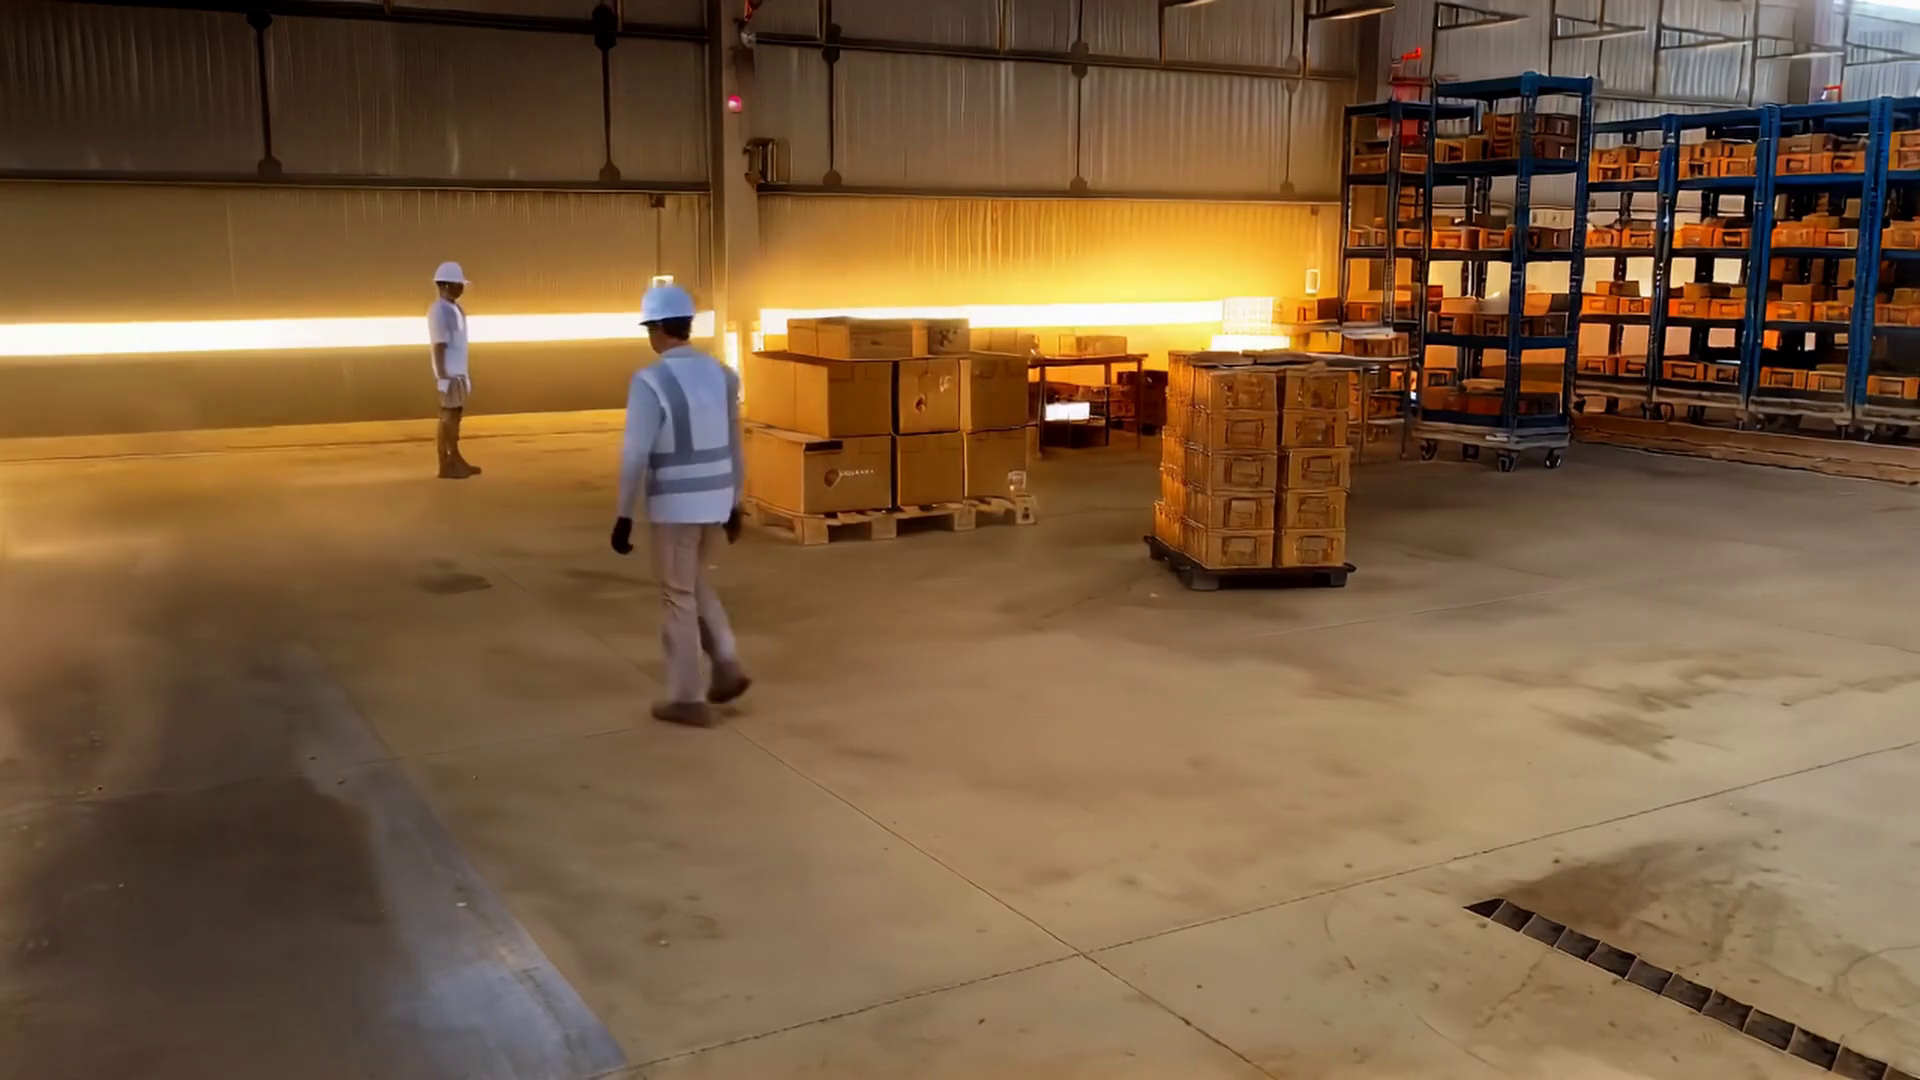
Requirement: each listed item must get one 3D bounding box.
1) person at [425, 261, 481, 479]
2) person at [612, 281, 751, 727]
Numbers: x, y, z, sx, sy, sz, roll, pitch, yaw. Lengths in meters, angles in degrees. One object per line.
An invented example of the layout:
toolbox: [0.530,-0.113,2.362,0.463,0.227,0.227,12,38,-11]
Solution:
person: [-4.557,-1.525,14.975,0.361,1.939,0.543,1,10,6]
person: [-1.212,-0.143,7.180,0.448,1.923,0.600,6,12,30]
